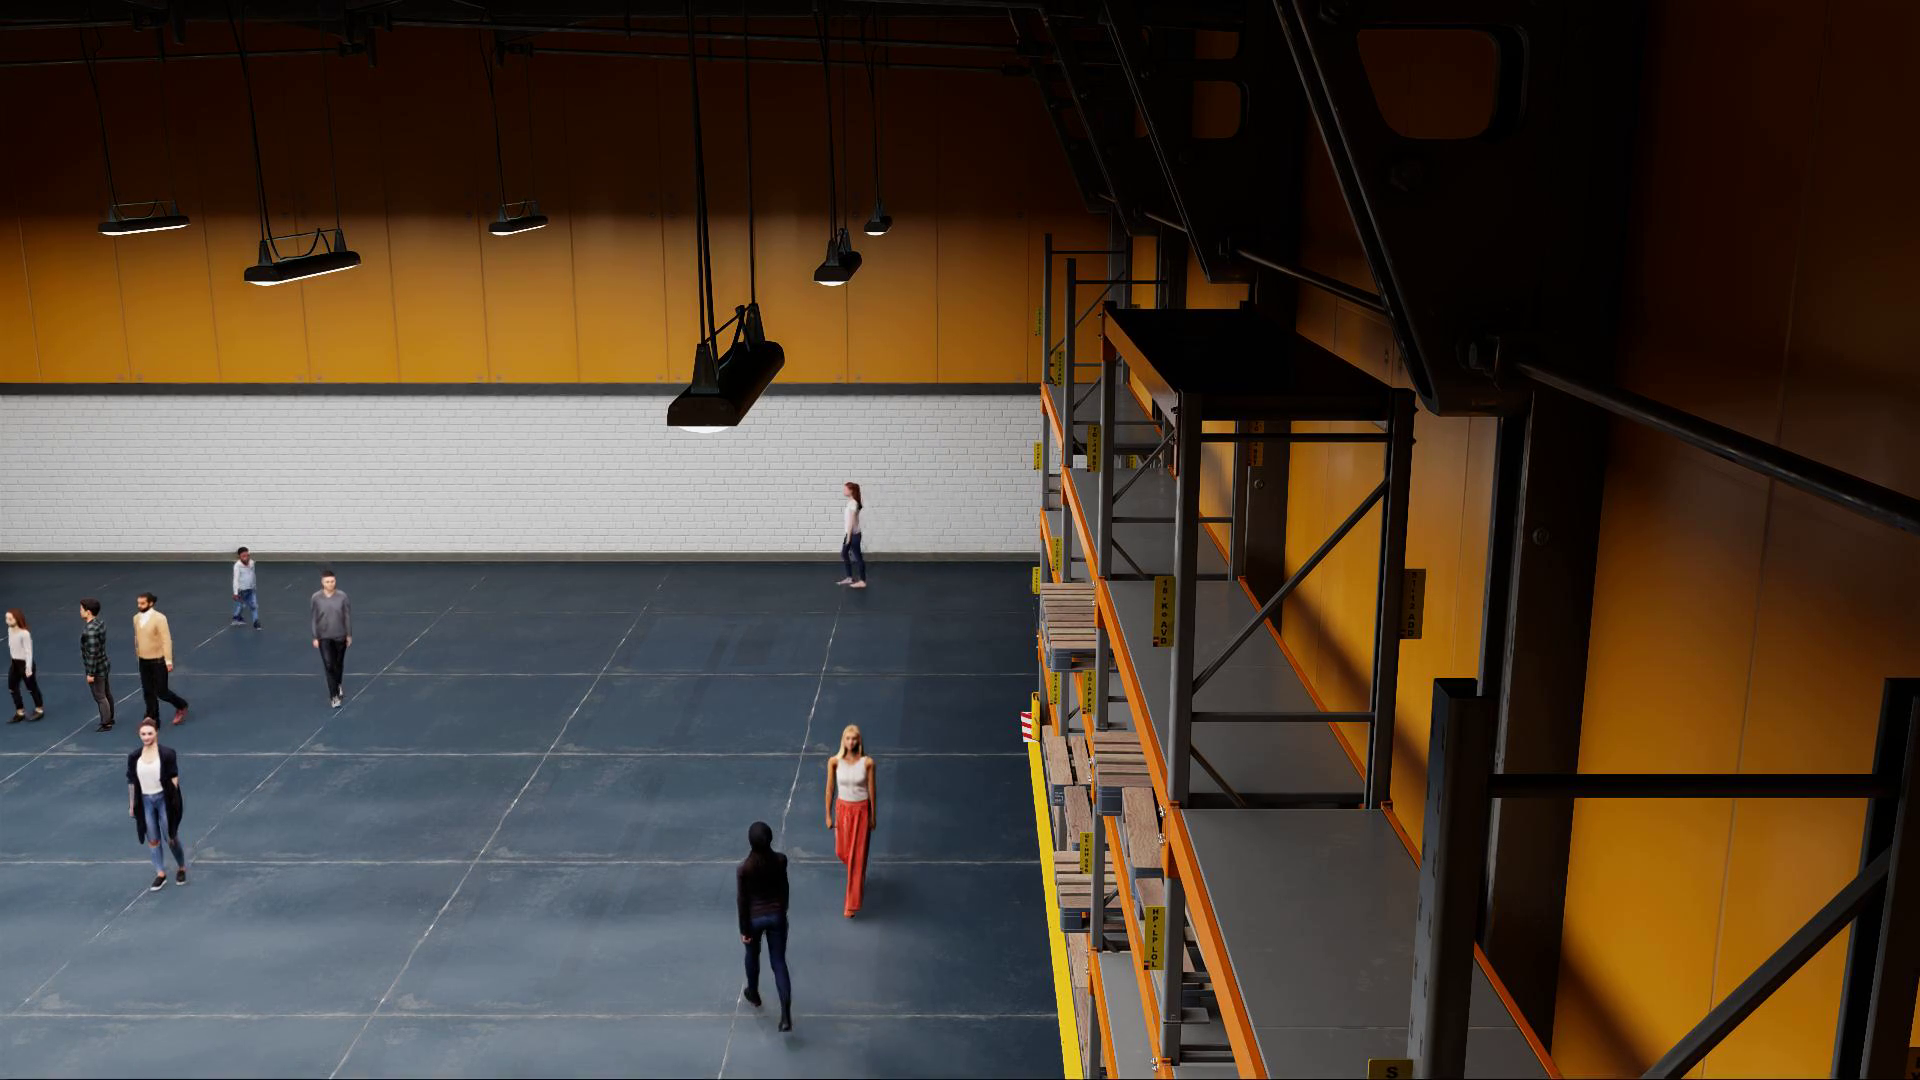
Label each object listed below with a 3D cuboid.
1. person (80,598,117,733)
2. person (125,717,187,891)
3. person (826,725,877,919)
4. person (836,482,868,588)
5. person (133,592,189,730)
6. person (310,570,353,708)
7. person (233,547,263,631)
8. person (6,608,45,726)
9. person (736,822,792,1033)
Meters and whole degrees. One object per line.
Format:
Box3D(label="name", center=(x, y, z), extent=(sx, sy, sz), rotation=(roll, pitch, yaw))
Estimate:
Box3D(label="person", center=(-10.531, 1.528, 20.279), extent=(0.760, 1.713, 0.578), rotation=(-3, 14, -14))
Box3D(label="person", center=(-7.742, 2.510, 16.045), extent=(0.668, 1.681, 0.637), rotation=(-2, 14, -6))
Box3D(label="person", center=(-0.993, 2.570, 15.591), extent=(0.696, 1.778, 1.125), rotation=(1, 14, 6))
Box3D(label="person", center=(-1.604, -0.070, 26.611), extent=(0.679, 1.723, 0.658), rotation=(-1, 14, -4))
Box3D(label="person", center=(-9.757, 1.455, 20.263), extent=(0.859, 1.748, 0.993), rotation=(6, 15, 23))
Box3D(label="person", center=(-8.007, 1.239, 21.234), extent=(0.982, 1.710, 1.234), rotation=(-7, 15, -26))
Box3D(label="person", center=(-10.524, 0.701, 24.463), extent=(0.888, 1.236, 0.848), rotation=(11, 17, 38))
Box3D(label="person", center=(-11.515, 1.529, 20.549), extent=(0.701, 1.469, 0.780), rotation=(6, 15, 22))
Box3D(label="person", center=(-1.533, 3.135, 13.412), extent=(0.888, 1.706, 1.212), rotation=(-5, 14, -20))
